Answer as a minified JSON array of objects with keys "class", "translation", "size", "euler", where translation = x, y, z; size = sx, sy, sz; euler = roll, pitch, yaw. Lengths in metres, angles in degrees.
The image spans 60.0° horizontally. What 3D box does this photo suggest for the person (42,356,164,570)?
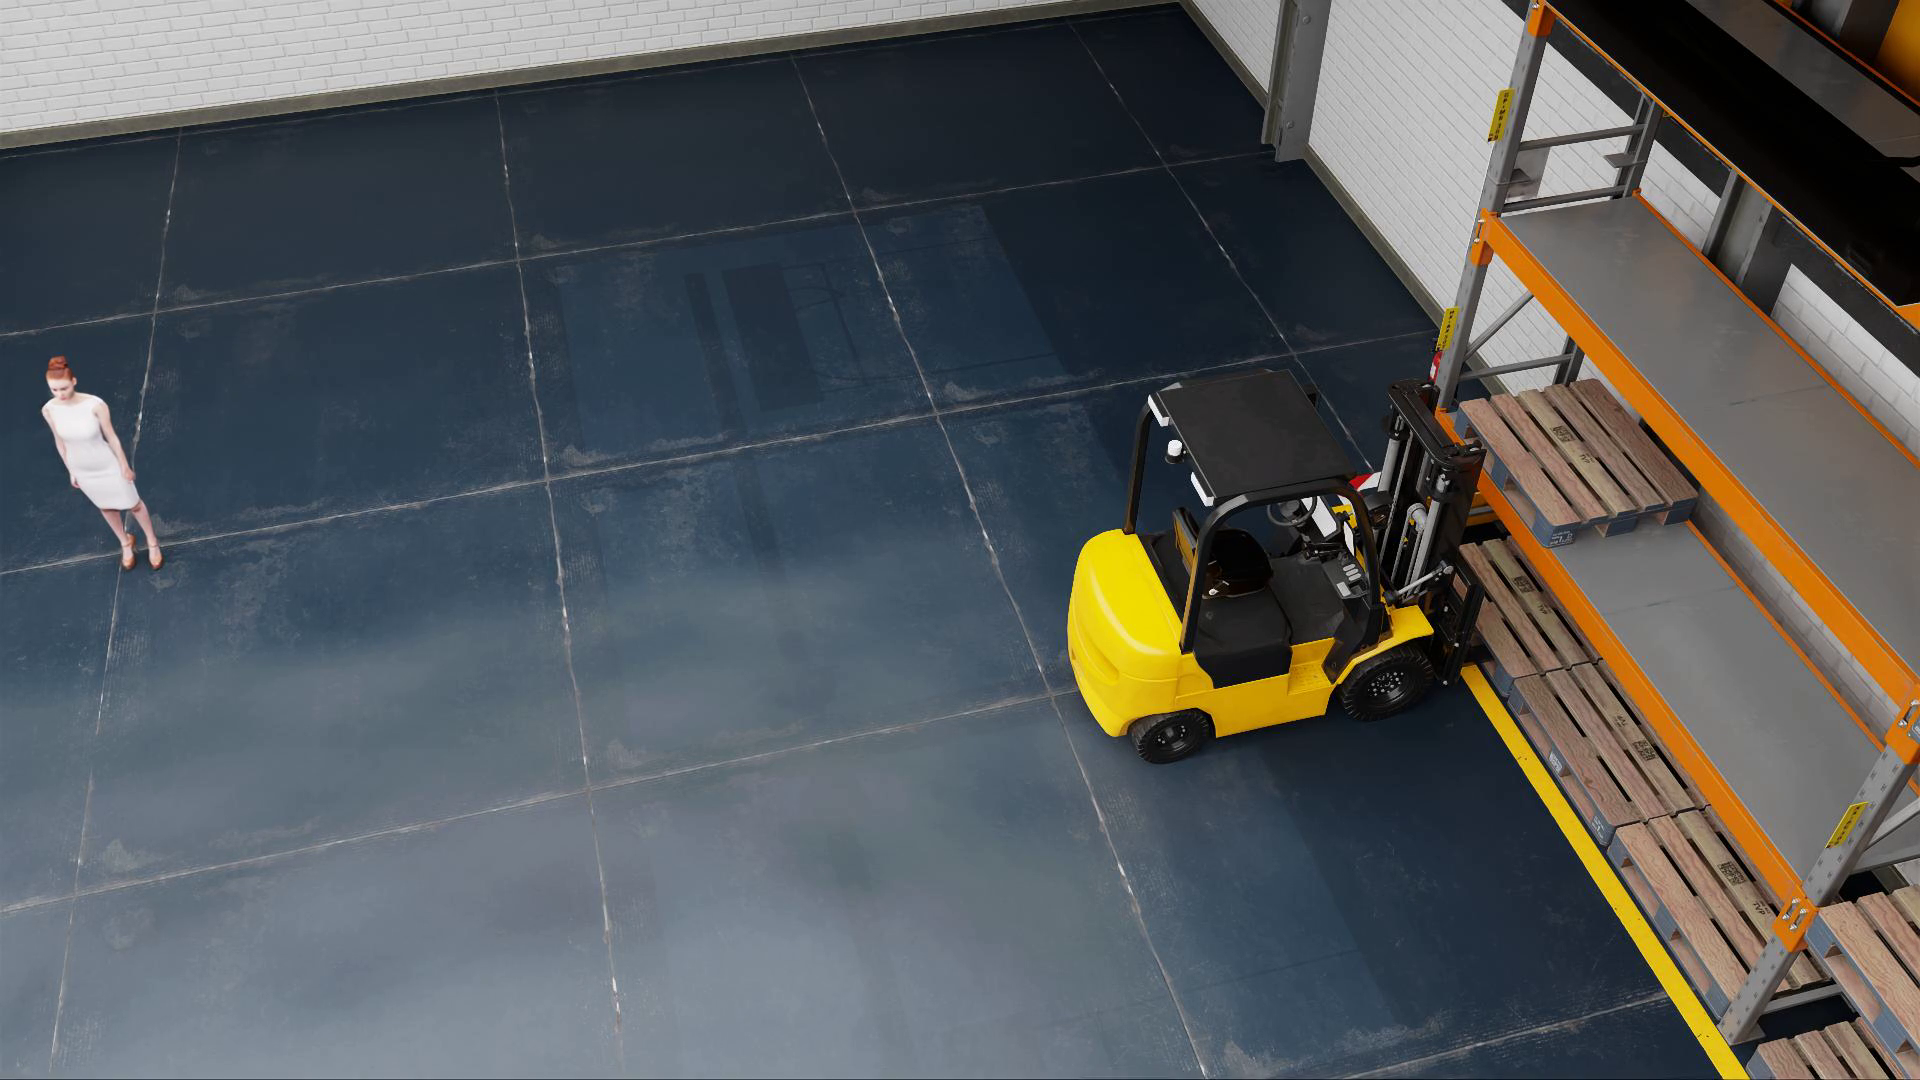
[{"class":"person","translation":[-5.761,-0.496,11.161],"size":[0.584,1.794,0.531],"euler":[-4,44,-4]}]
